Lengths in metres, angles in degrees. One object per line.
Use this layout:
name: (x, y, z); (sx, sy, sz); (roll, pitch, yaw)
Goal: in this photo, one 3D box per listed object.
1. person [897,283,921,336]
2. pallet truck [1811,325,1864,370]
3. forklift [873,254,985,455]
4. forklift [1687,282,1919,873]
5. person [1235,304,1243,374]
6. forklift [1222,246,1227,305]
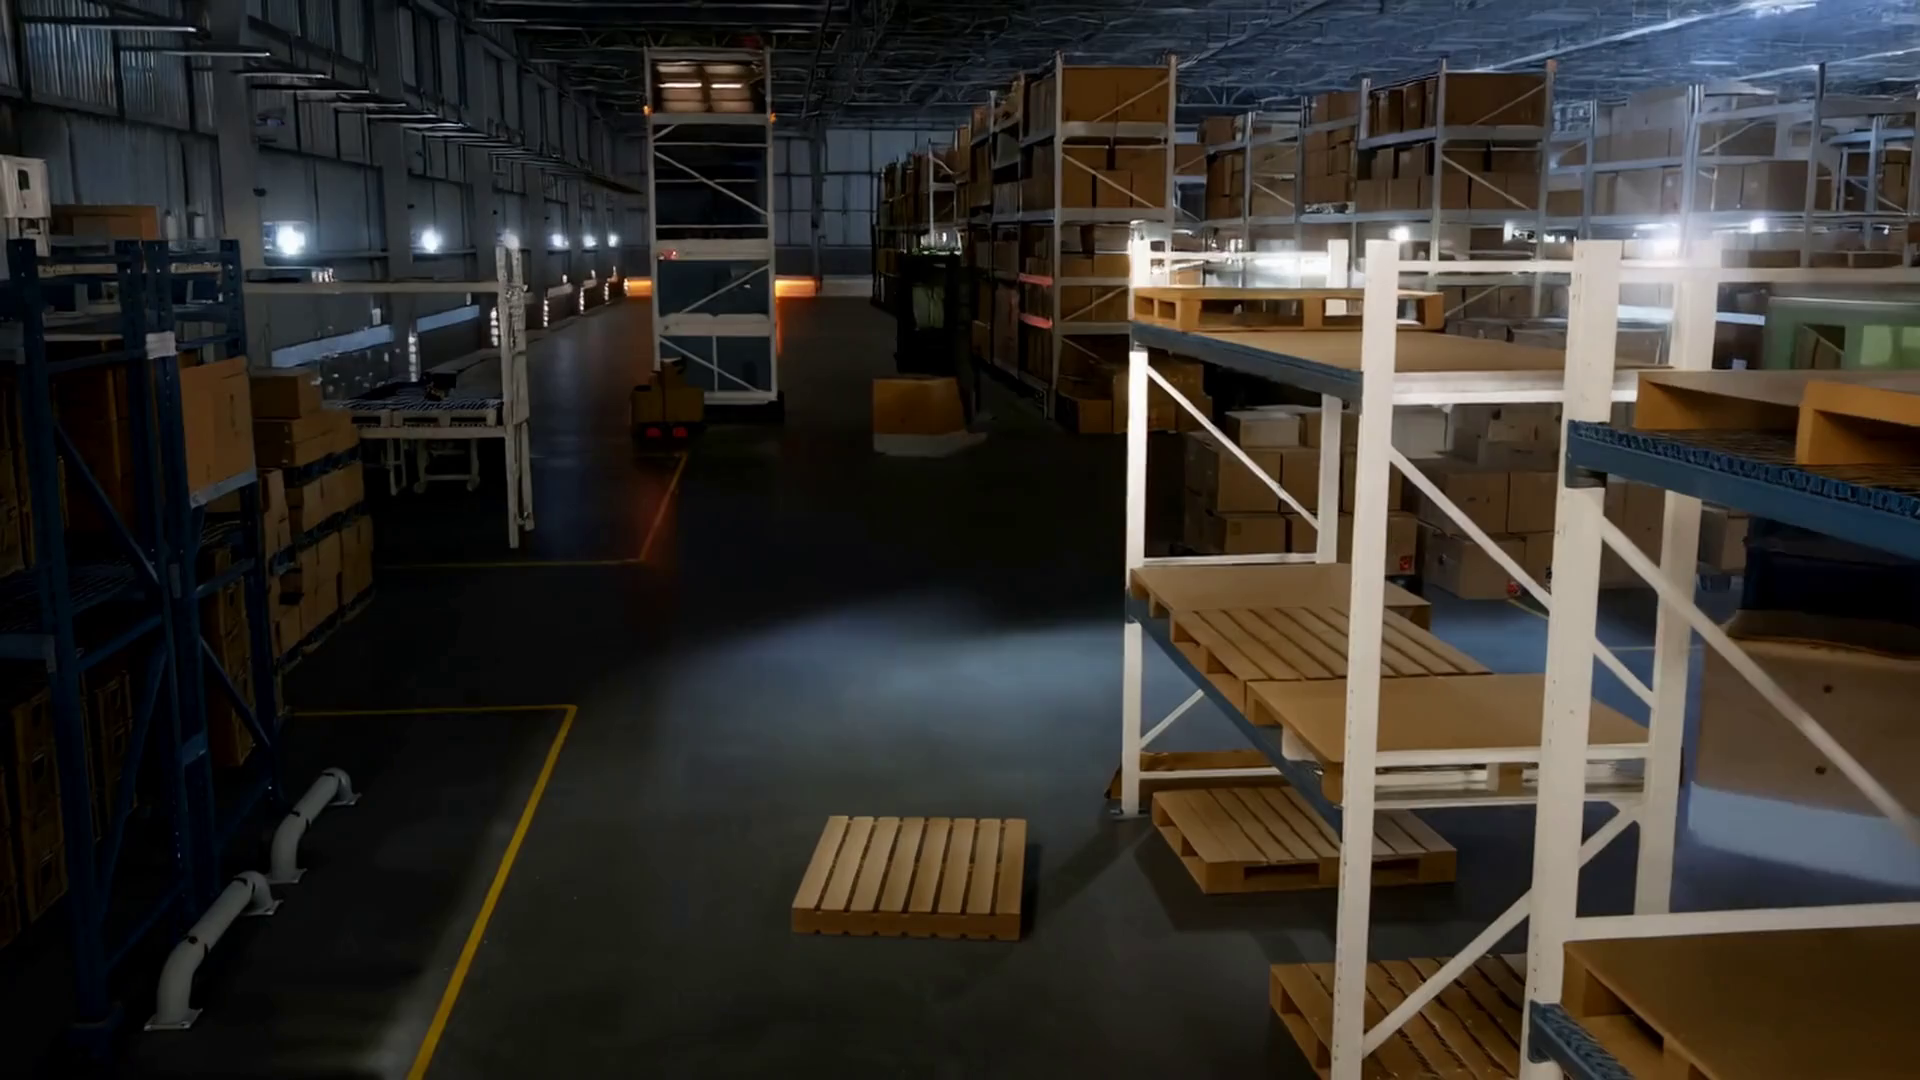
person: (-1.406, -6.586, 48.367); (0.788, 1.825, 0.565); (6, 12, 30)
pallet truck: (15.846, -3.142, 28.793); (1.885, 1.965, 0.823); (2, 10, 12)
forklift: (-0.460, -2.713, 23.967); (1.129, 2.768, 1.873); (4, 11, 19)
forklift: (4.600, 0.063, 8.585); (1.129, 2.768, 1.873); (7, 12, 34)
person: (6.534, -4.679, 37.747); (0.624, 1.841, 0.430); (0, 10, 2)
forklift: (9.441, -8.616, 56.673); (1.129, 2.768, 1.873); (-1, 10, -6)
